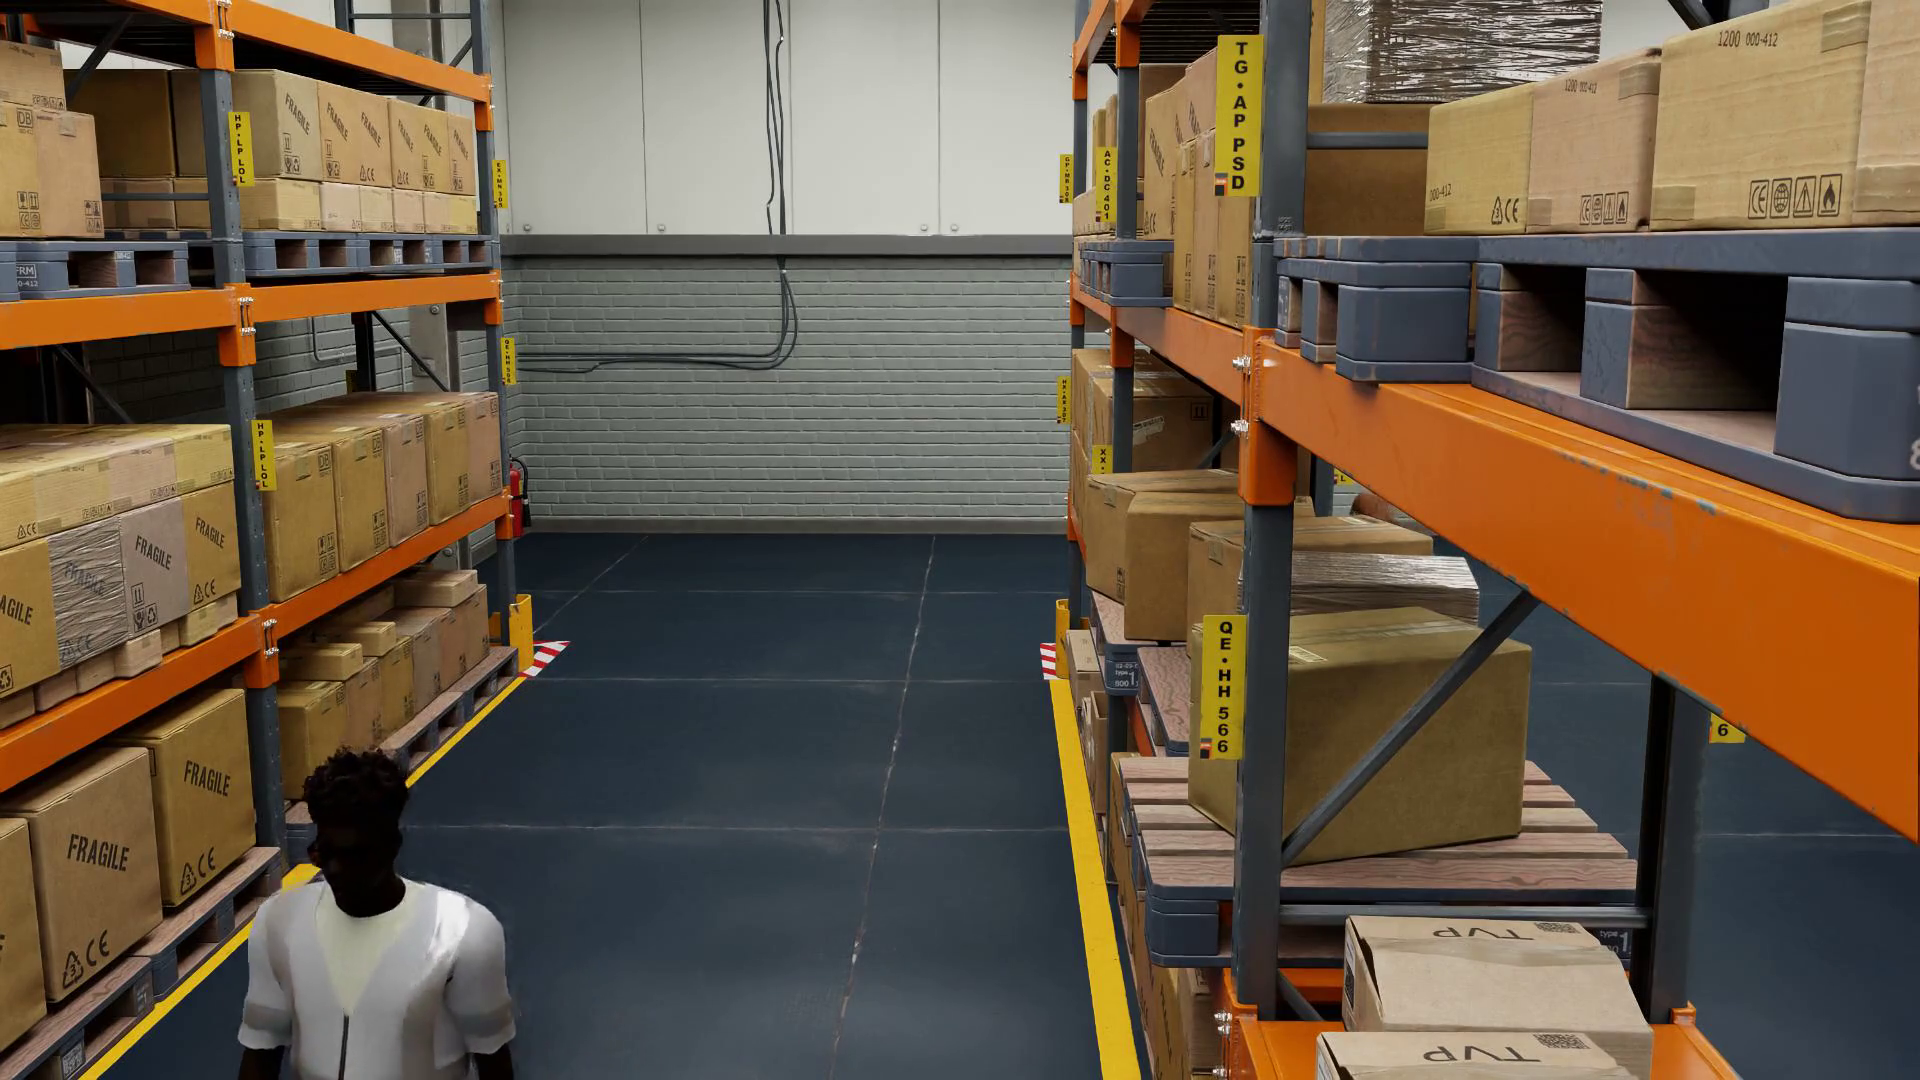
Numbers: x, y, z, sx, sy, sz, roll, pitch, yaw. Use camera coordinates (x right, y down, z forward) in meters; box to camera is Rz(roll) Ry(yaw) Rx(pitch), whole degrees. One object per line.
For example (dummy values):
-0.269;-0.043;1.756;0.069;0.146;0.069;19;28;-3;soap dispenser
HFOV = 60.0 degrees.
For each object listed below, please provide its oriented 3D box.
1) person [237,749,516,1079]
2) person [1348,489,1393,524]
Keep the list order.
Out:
-1.360;1.406;3.894;0.613;1.915;1.028;2;10;11;person
2.383;0.508;9.744;0.519;1.616;0.375;-1;10;-8;person
